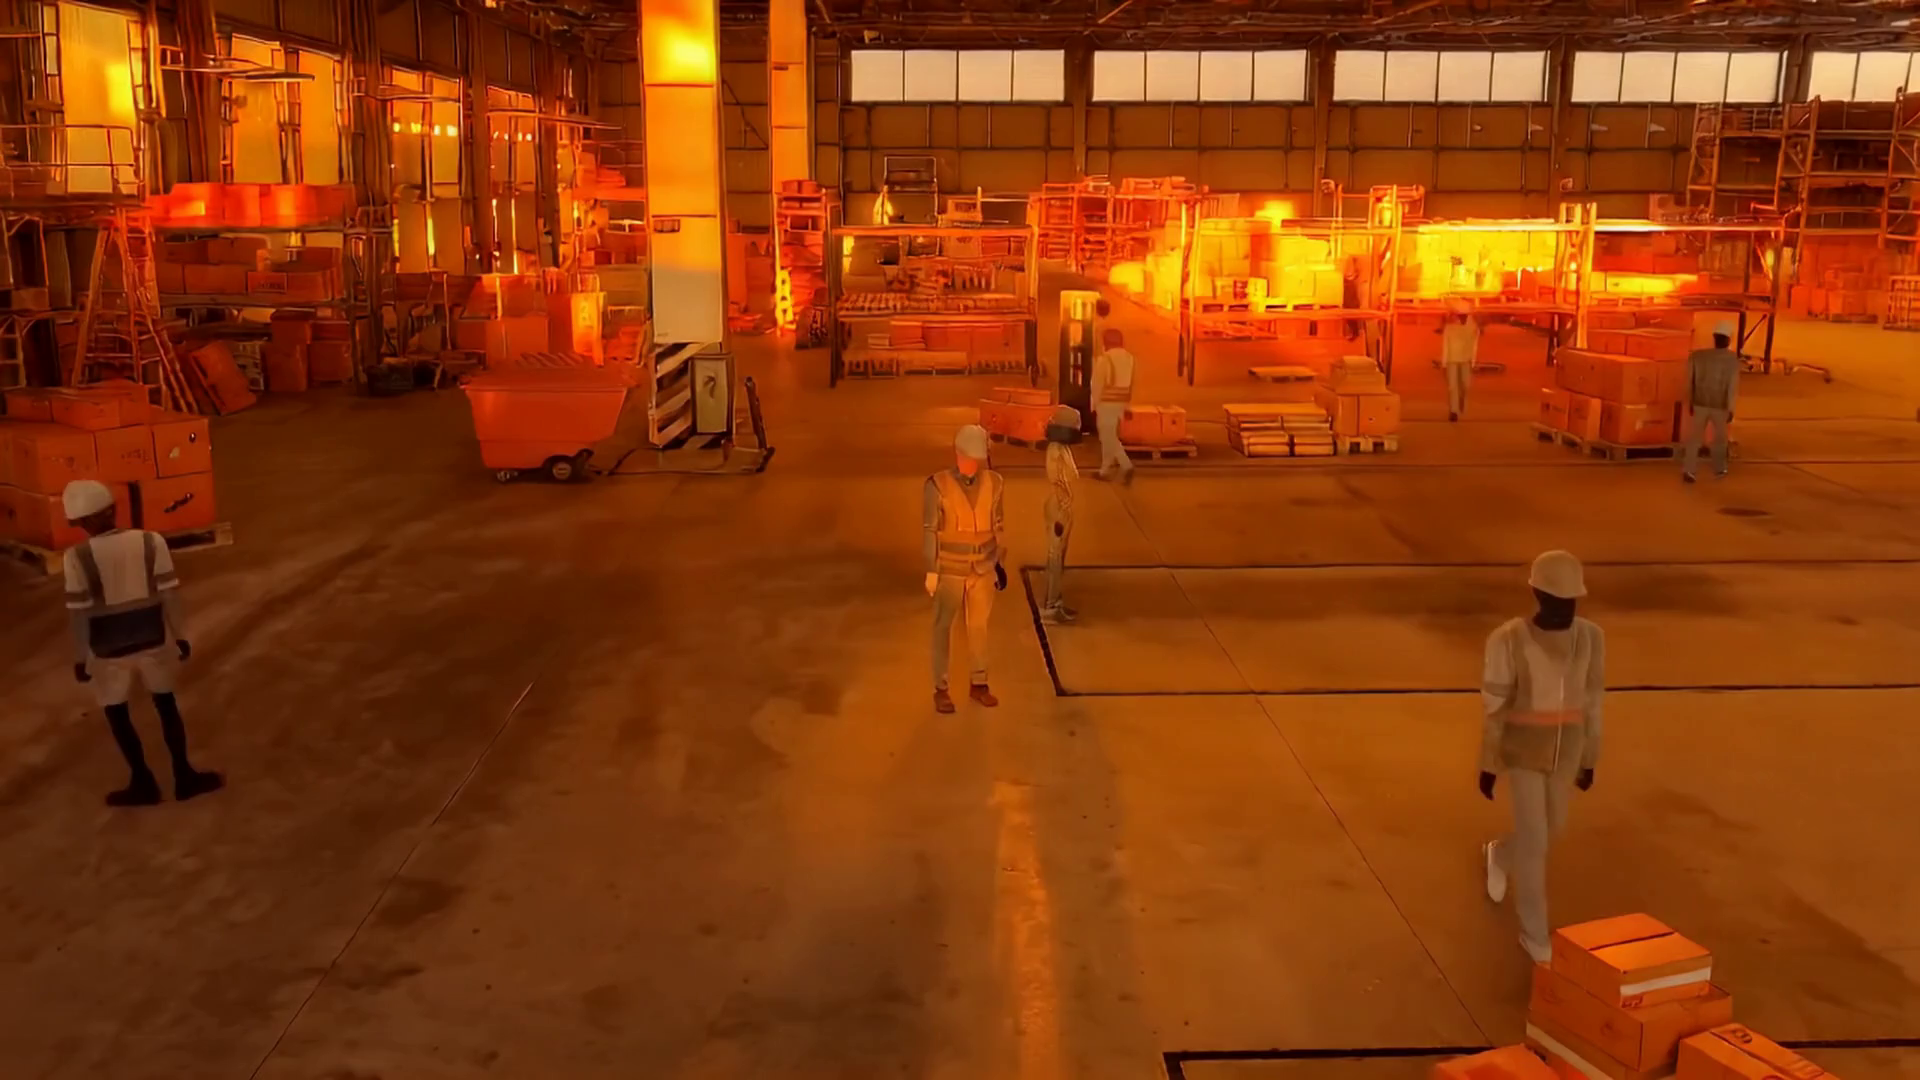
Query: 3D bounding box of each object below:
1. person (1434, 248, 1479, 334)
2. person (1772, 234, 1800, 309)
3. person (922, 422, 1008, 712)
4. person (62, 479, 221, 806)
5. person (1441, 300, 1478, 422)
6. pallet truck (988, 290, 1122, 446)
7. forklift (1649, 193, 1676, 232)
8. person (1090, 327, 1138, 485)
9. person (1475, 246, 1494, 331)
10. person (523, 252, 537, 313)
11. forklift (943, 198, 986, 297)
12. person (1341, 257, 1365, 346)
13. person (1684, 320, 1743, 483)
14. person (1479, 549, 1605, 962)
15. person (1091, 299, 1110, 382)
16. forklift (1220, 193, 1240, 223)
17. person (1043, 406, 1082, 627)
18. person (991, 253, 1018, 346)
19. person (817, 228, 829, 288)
[{"bbox_3d":[10.990,-5.464,36.628,0.899,1.906,0.547,11,16,40],"label":"person"},{"bbox_3d":[21.613,-7.030,43.544,0.613,1.963,0.361,5,14,23],"label":"person"},{"bbox_3d":[0.038,0.174,11.073,0.602,1.942,0.401,-5,14,-23],"label":"person"},{"bbox_3d":[-4.639,0.569,9.402,0.717,1.898,0.350,-12,17,-43],"label":"person"},{"bbox_3d":[7.174,-2.581,23.940,0.536,1.758,0.413,0,12,2],"label":"person"},{"bbox_3d":[1.257,-2.299,22.111,1.885,1.965,0.823,-9,15,-35],"label":"pallet truck"},{"bbox_3d":[23.917,-10.455,56.924,1.129,2.768,1.873,-7,14,-28],"label":"forklift"},{"bbox_3d":[1.776,-1.518,18.989,0.633,1.817,0.751,-11,17,-41],"label":"person"},{"bbox_3d":[11.803,-5.663,37.494,0.391,1.913,0.587,-2,13,-9],"label":"person"},{"bbox_3d":[-10.496,-6.210,40.607,0.313,1.631,0.516,-9,15,-34],"label":"person"},{"bbox_3d":[0.117,-8.286,47.131,1.129,2.768,1.873,-1,13,-6],"label":"forklift"},{"bbox_3d":[8.091,-4.907,34.275,0.418,1.827,0.504,-11,17,-42],"label":"person"},{"bbox_3d":[8.689,-1.598,19.217,0.588,1.886,0.992,10,16,38],"label":"person"},{"bbox_3d":[2.645,0.948,7.674,0.590,1.905,0.781,-3,13,-13],"label":"person"},{"bbox_3d":[2.232,-2.783,25.024,0.769,1.663,0.553,3,13,13],"label":"person"},{"bbox_3d":[9.149,-10.376,56.567,1.873,2.768,1.129,8,15,31],"label":"forklift"},{"bbox_3d":[0.809,-0.196,13.195,0.292,1.745,0.487,2,13,11],"label":"person"},{"bbox_3d":[0.886,-4.942,34.237,0.644,1.911,0.674,7,14,29],"label":"person"},{"bbox_3d":[-4.119,-8.585,50.787,0.676,1.862,0.612,-8,15,-31],"label":"person"}]
